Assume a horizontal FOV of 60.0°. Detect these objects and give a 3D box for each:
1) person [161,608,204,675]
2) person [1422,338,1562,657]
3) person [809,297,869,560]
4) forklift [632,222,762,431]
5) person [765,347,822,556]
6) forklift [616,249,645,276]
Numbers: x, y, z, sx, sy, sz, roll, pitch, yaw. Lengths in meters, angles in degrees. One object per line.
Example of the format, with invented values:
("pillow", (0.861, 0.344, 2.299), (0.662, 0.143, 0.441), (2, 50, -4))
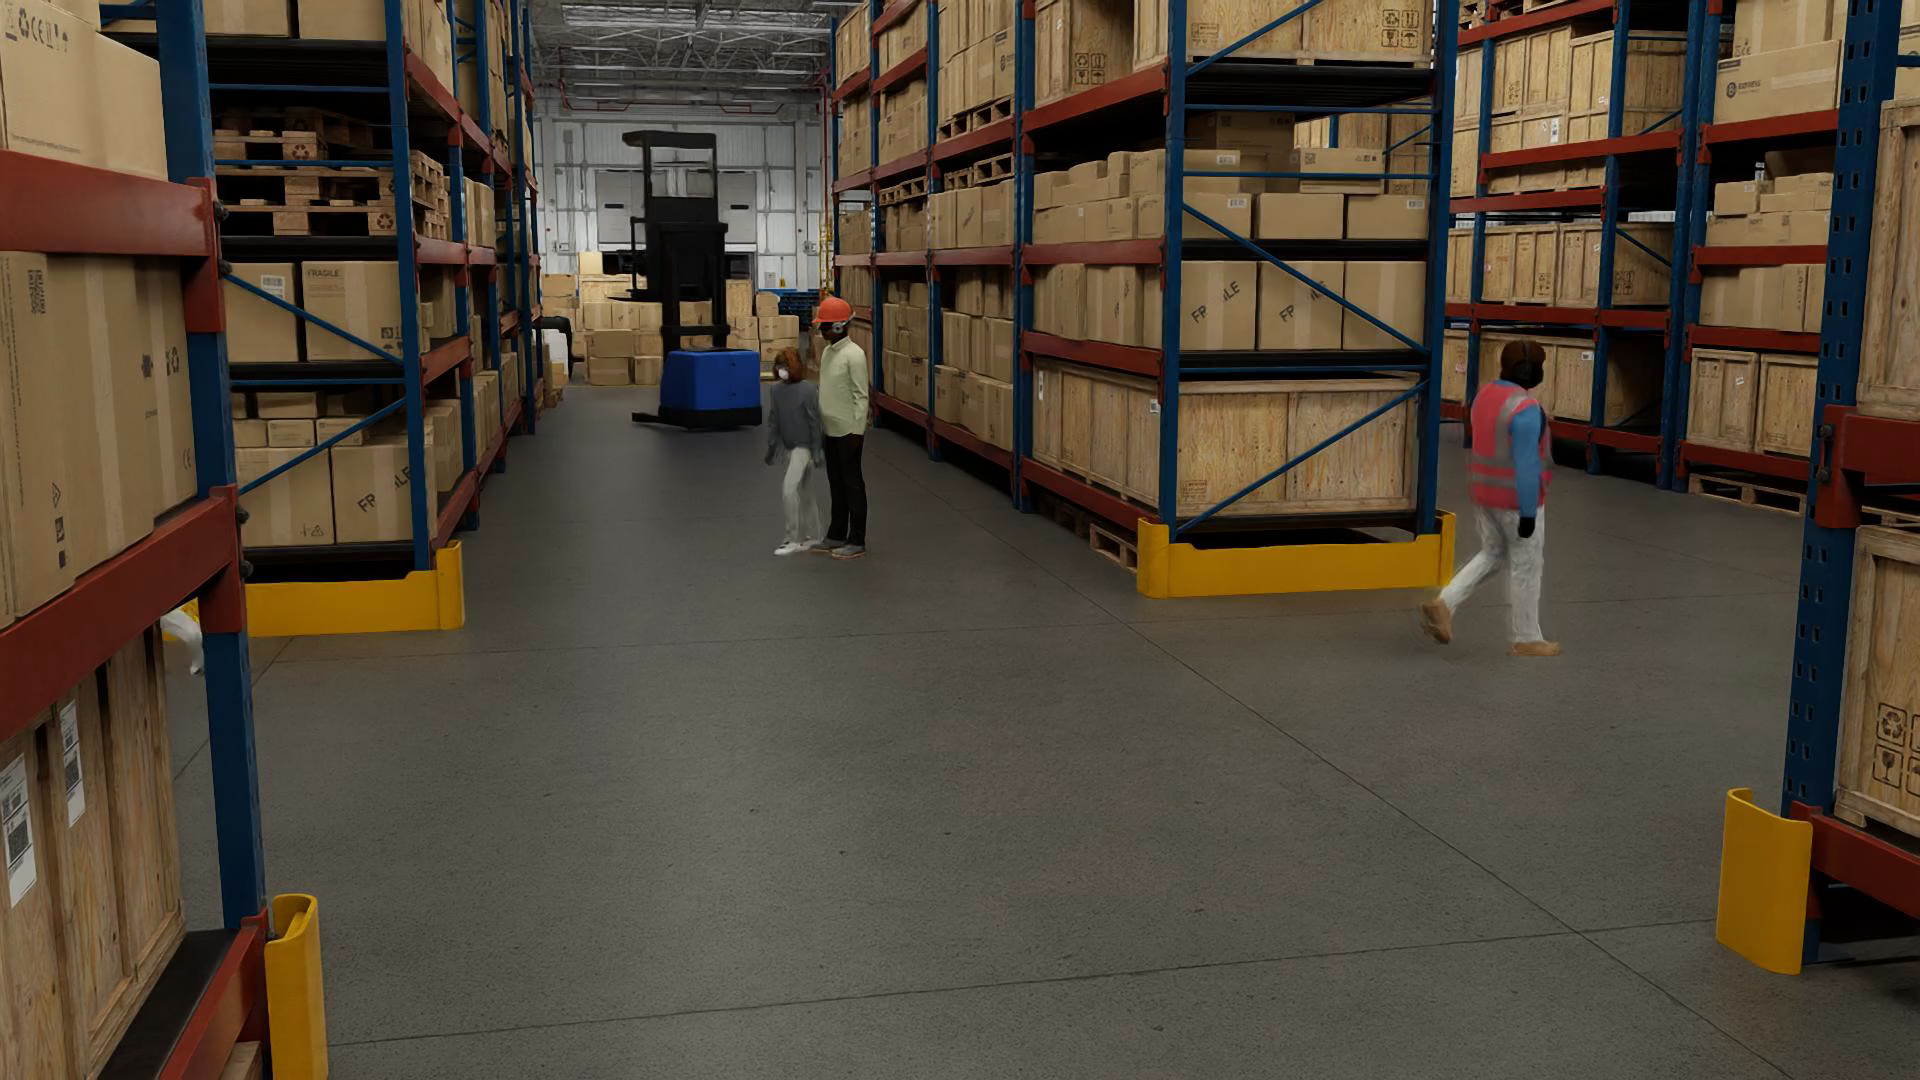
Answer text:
("person", (-4.417, -0.026, 8.834), (0.760, 1.616, 0.514), (-5, 10, -27))
("person", (3.070, -0.228, 9.416), (0.712, 1.826, 0.634), (-2, 9, -11))
("person", (-0.916, -0.846, 12.691), (0.392, 1.990, 0.612), (-5, 11, -30))
("forklift", (-3.648, -2.977, 22.968), (1.129, 2.768, 1.873), (-7, 12, -36))
("person", (-1.305, -0.679, 12.819), (0.629, 1.604, 0.516), (-8, 12, -39))
("forklift", (-11.332, -8.624, 57.390), (1.129, 2.768, 1.873), (-8, 12, -39))
